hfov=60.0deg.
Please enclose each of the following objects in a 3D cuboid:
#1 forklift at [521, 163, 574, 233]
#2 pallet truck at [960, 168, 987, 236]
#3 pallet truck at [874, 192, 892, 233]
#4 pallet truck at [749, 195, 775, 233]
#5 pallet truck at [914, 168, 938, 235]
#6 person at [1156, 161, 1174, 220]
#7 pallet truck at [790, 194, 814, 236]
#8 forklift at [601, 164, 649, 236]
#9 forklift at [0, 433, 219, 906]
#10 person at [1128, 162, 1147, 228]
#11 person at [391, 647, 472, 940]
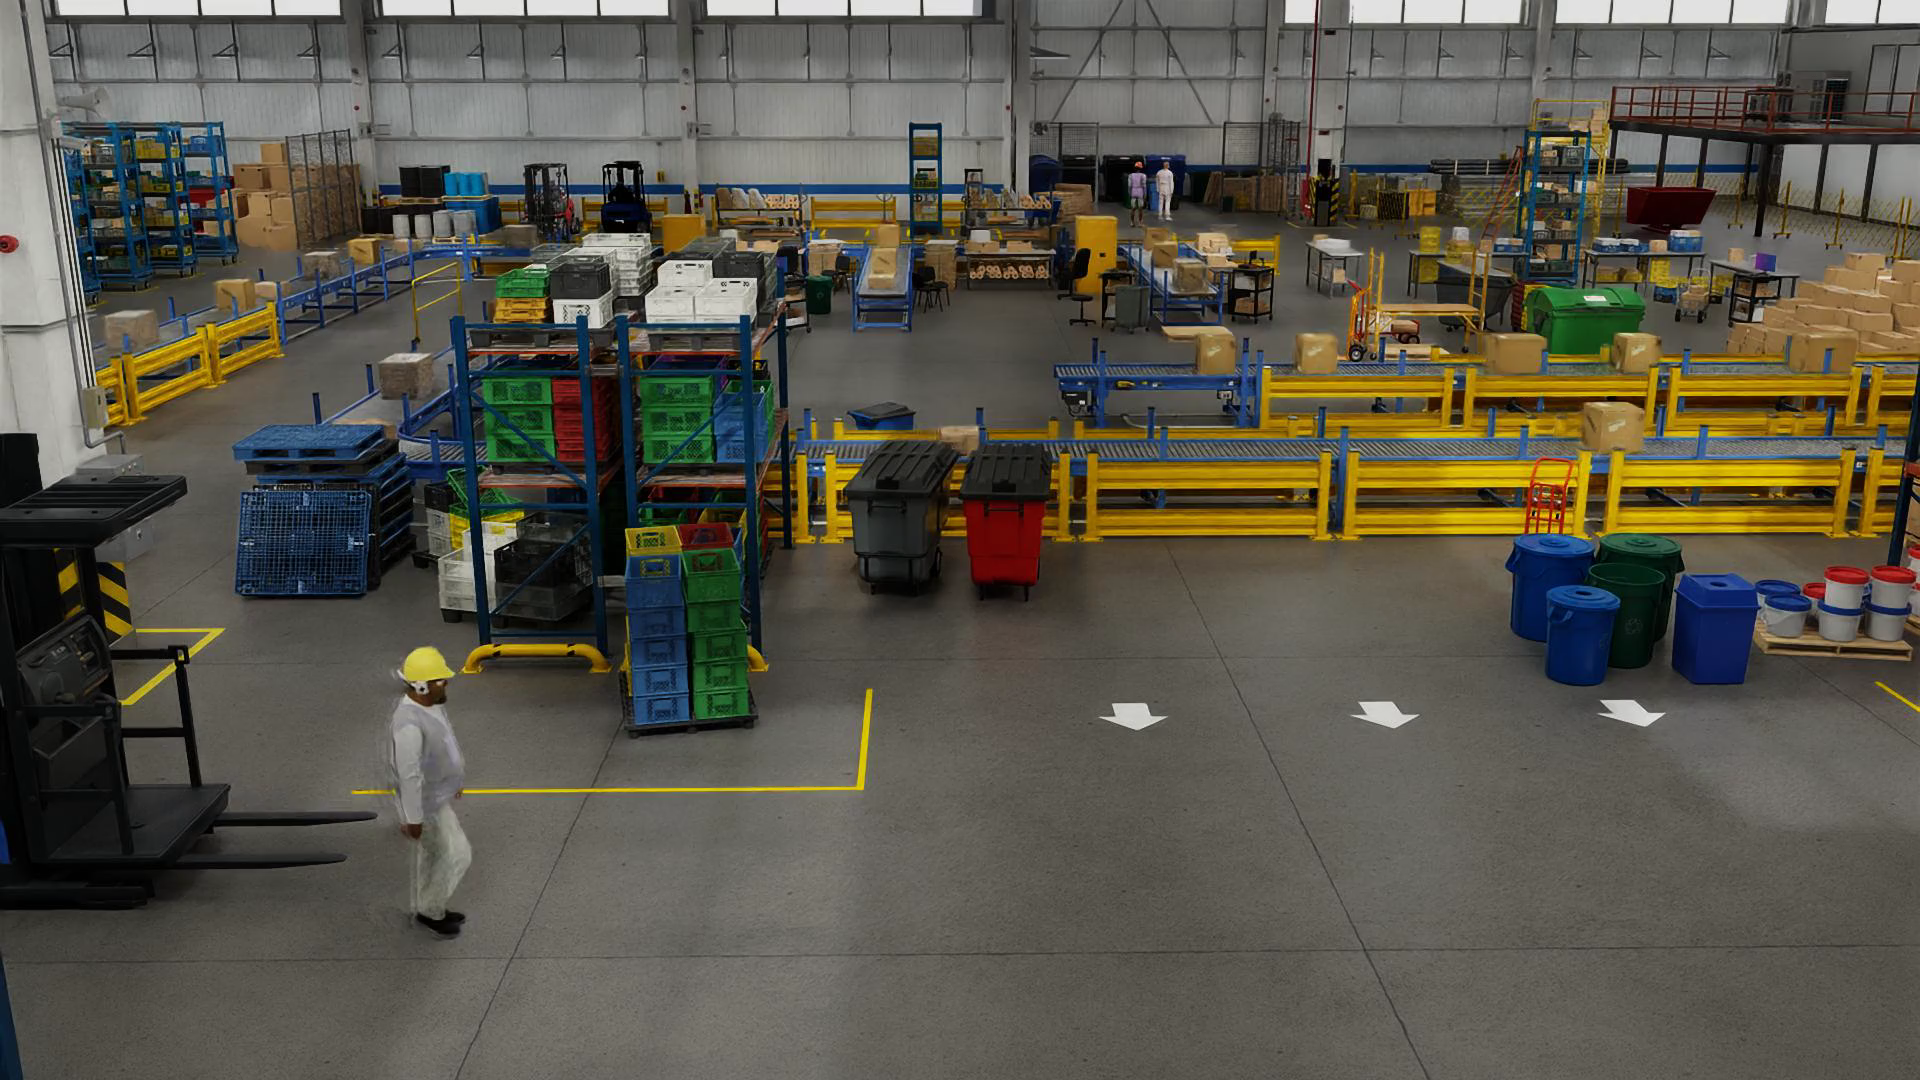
[{"bbox_3d":[-12.233,-10.122,49.298,1.157,1.987,2.680,0,16,-1],"label":"forklift"},{"bbox_3d":[0.383,-10.230,50.206,0.823,1.965,1.885,-1,16,-3],"label":"pallet truck"},{"bbox_3d":[-2.277,-9.986,50.594,0.653,1.274,1.630,0,16,-1],"label":"pallet truck"},{"bbox_3d":[-6.051,-9.967,50.660,0.680,1.201,1.601,0,16,-1],"label":"pallet truck"},{"bbox_3d":[-0.989,-10.316,50.507,0.823,1.965,1.885,1,16,3],"label":"pallet truck"},{"bbox_3d":[6.772,-11.487,54.739,0.651,1.907,0.409,13,21,38],"label":"person"},{"bbox_3d":[-4.814,-9.883,50.259,0.704,1.261,1.522,-1,16,-3],"label":"pallet truck"},{"bbox_3d":[-9.948,-10.127,49.296,1.157,1.987,2.680,-1,16,-3],"label":"forklift"},{"bbox_3d":[-5.952,0.780,10.366,1.873,2.768,1.129,0,16,-1],"label":"forklift"},{"bbox_3d":[5.591,-10.861,52.320,0.608,2.044,0.371,8,18,25],"label":"person"},{"bbox_3d":[-3.101,1.491,9.799,0.430,1.816,0.601,-3,16,-11],"label":"person"}]
